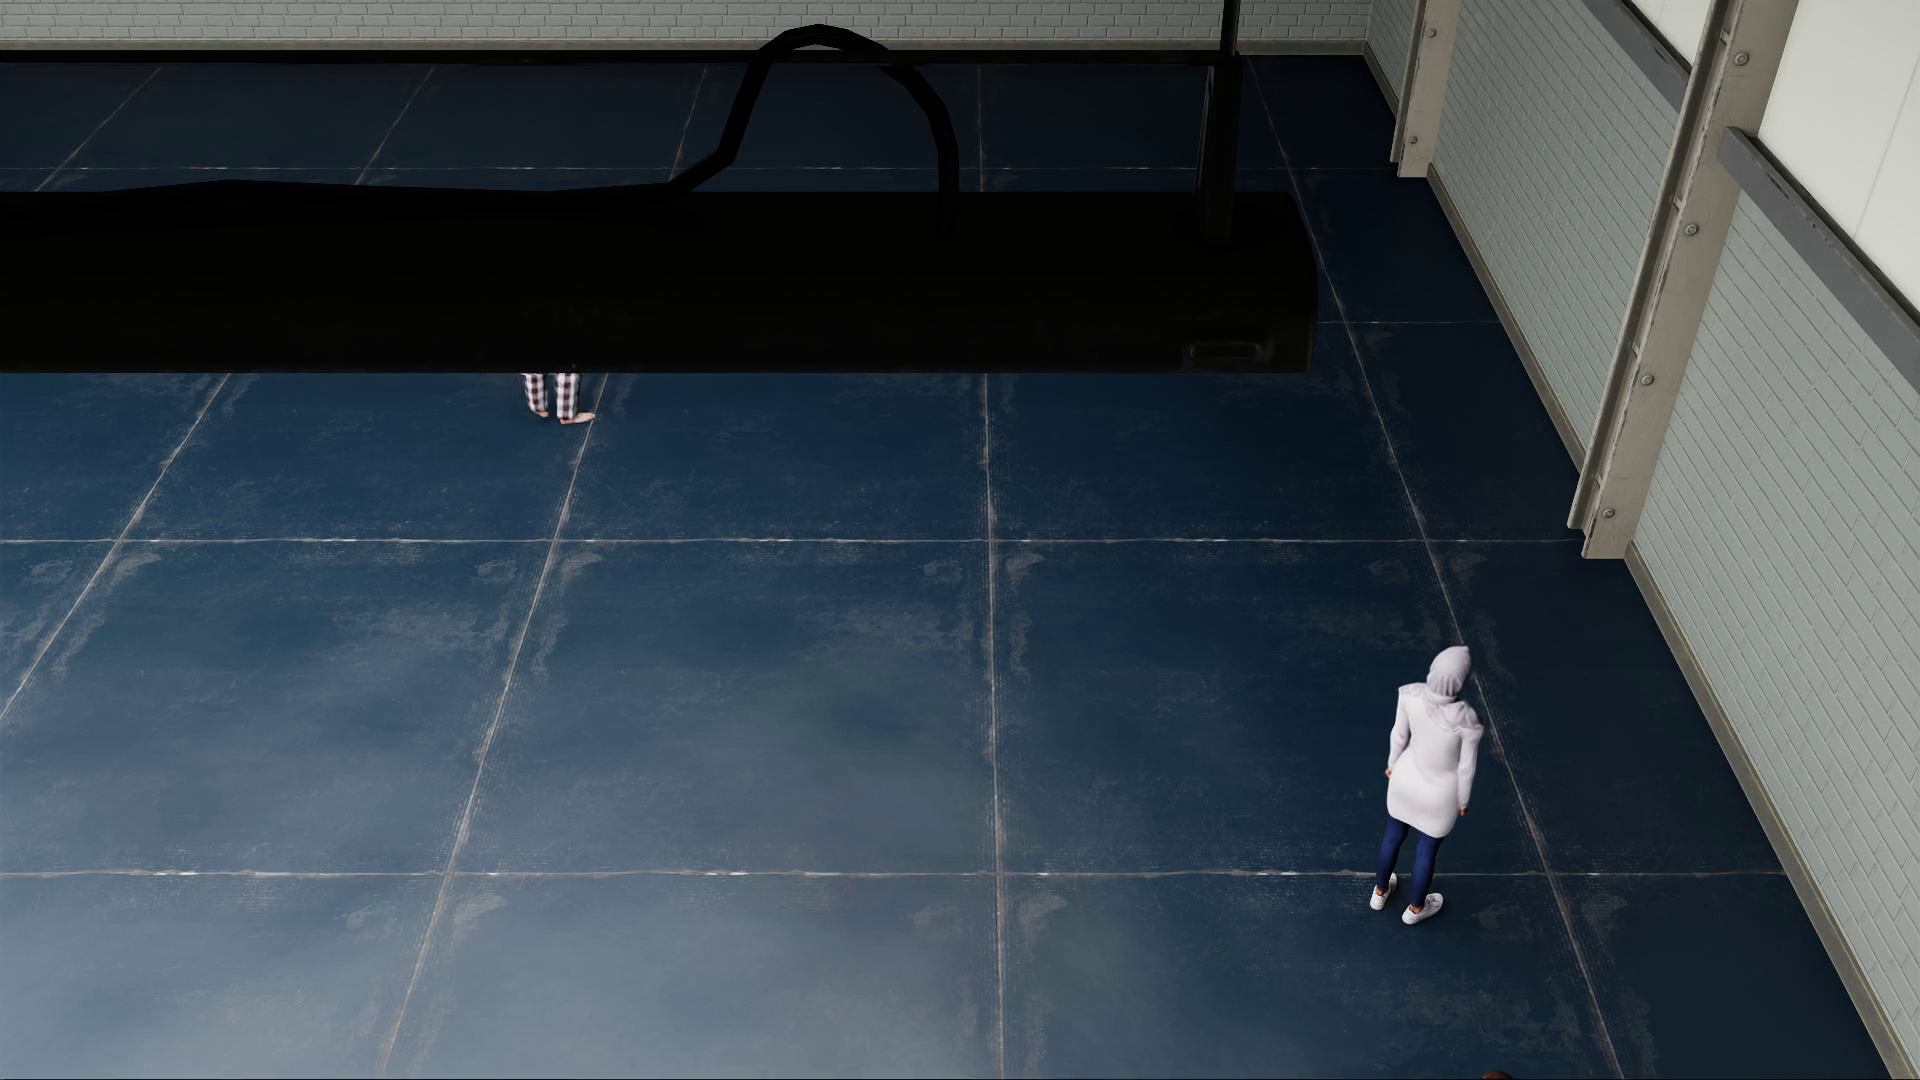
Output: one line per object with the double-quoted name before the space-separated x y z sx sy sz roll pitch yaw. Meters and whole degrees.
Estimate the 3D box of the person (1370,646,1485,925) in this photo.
"person" 2.333 1.239 8.349 0.686 1.775 0.738 30 46 33
